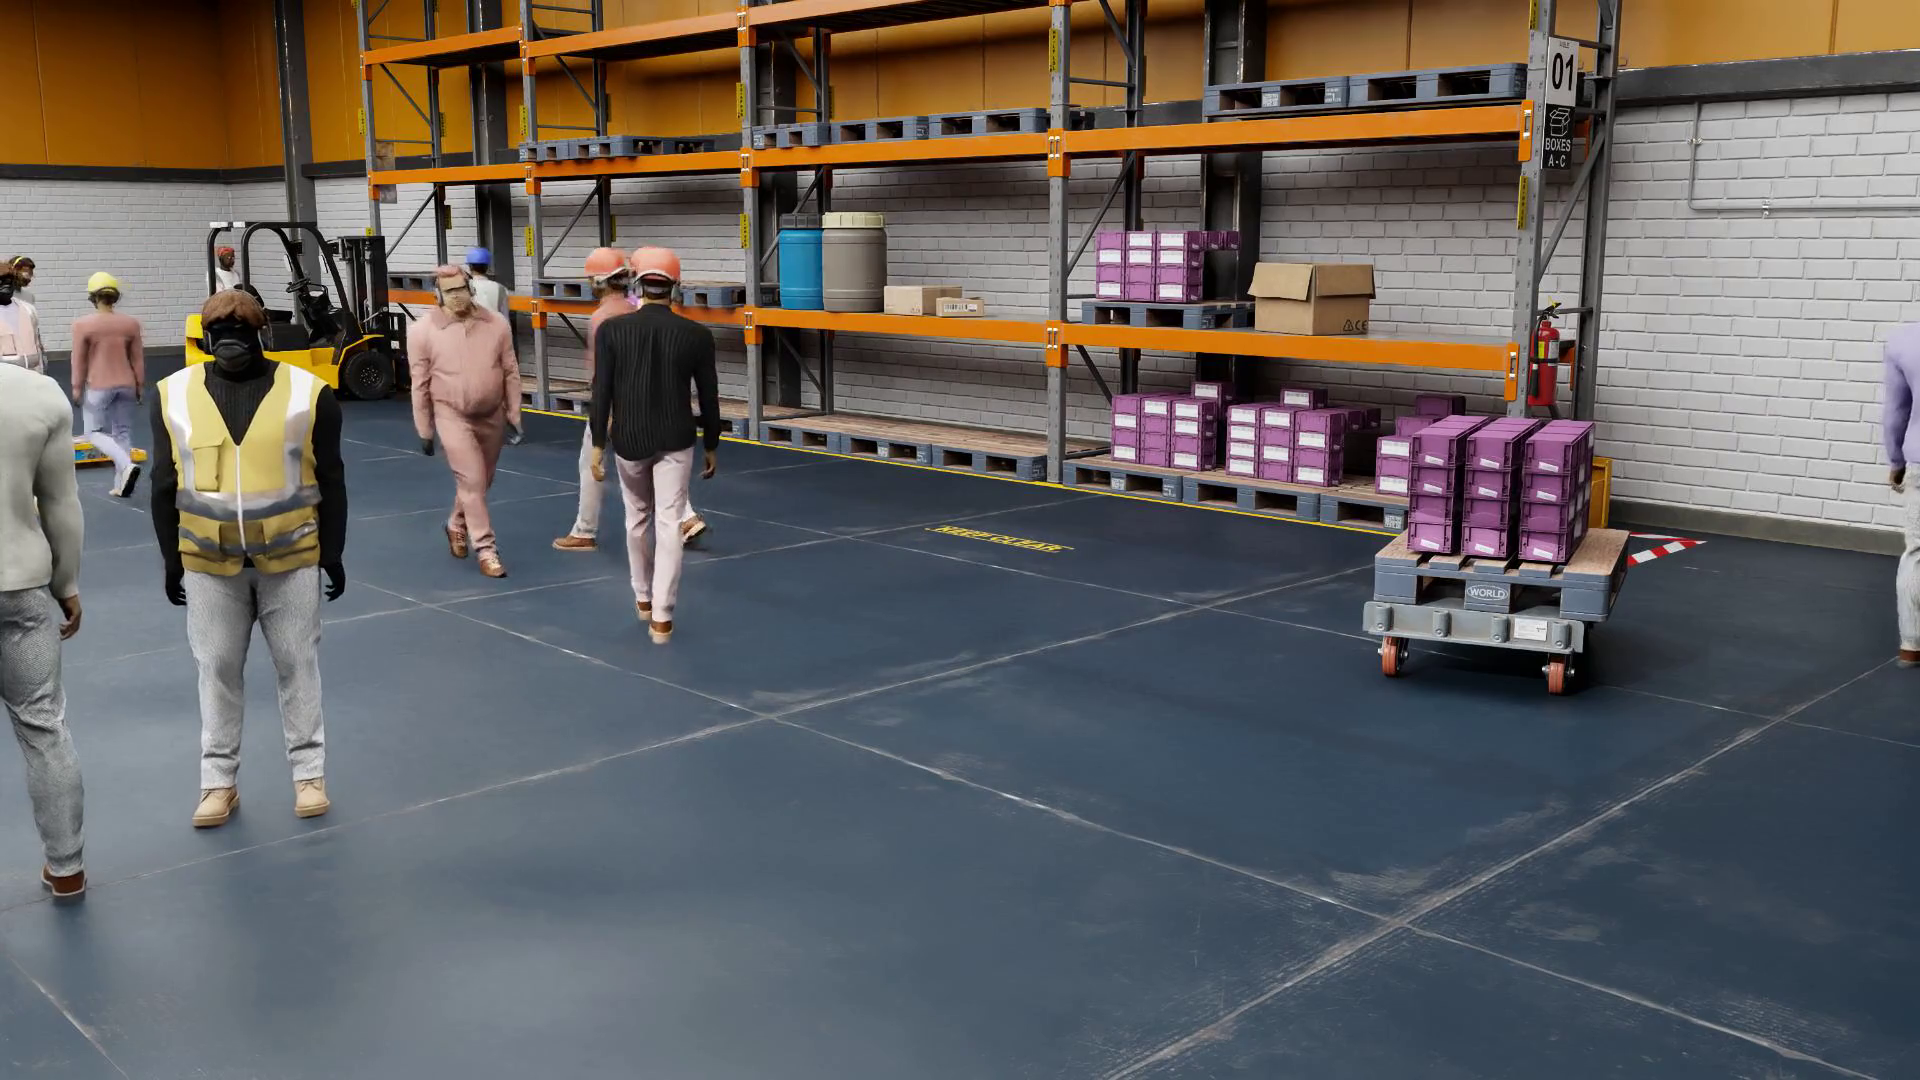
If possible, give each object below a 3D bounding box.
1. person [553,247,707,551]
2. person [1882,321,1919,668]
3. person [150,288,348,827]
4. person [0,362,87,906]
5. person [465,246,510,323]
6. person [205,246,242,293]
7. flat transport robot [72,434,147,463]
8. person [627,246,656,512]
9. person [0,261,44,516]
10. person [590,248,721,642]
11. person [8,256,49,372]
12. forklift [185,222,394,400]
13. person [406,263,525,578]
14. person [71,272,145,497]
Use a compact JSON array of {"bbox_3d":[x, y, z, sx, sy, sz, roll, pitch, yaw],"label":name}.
[{"bbox_3d":[-2.114,-0.880,10.593,0.984,1.959,0.635,3,11,15],"label":"person"},{"bbox_3d":[4.568,-0.333,7.657,0.417,1.931,0.650,-8,13,-37],"label":"person"},{"bbox_3d":[-2.438,0.063,5.744,0.624,1.845,0.430,-3,11,-15],"label":"person"},{"bbox_3d":[-2.891,0.175,4.868,0.627,1.941,0.374,-10,14,-42],"label":"person"},{"bbox_3d":[-4.699,-1.932,16.423,0.610,1.920,0.829,-10,15,-44],"label":"person"},{"bbox_3d":[-9.561,-2.900,21.791,0.373,1.883,0.591,4,11,23],"label":"person"},{"bbox_3d":[-7.964,-0.758,14.507,1.431,0.197,0.652,-10,14,-44],"label":"flat transport robot"},{"bbox_3d":[-2.259,-1.173,12.212,0.352,1.942,0.545,-6,12,-31],"label":"person"},{"bbox_3d":[-6.776,-1.055,11.840,0.429,1.841,0.633,4,11,23],"label":"person"},{"bbox_3d":[-1.554,-0.506,8.552,0.643,1.945,0.923,-1,10,-6],"label":"person"},{"bbox_3d":[-8.825,-1.738,15.612,0.833,1.822,0.596,2,11,12],"label":"person"},{"bbox_3d":[-8.169,-2.758,20.163,2.313,2.155,1.214,-10,14,-44],"label":"forklift"},{"bbox_3d":[-3.012,-0.744,10.089,0.638,1.866,0.935,-8,13,-38],"label":"person"},{"bbox_3d":[-6.452,-1.162,12.672,0.560,1.750,0.542,7,12,33],"label":"person"}]
